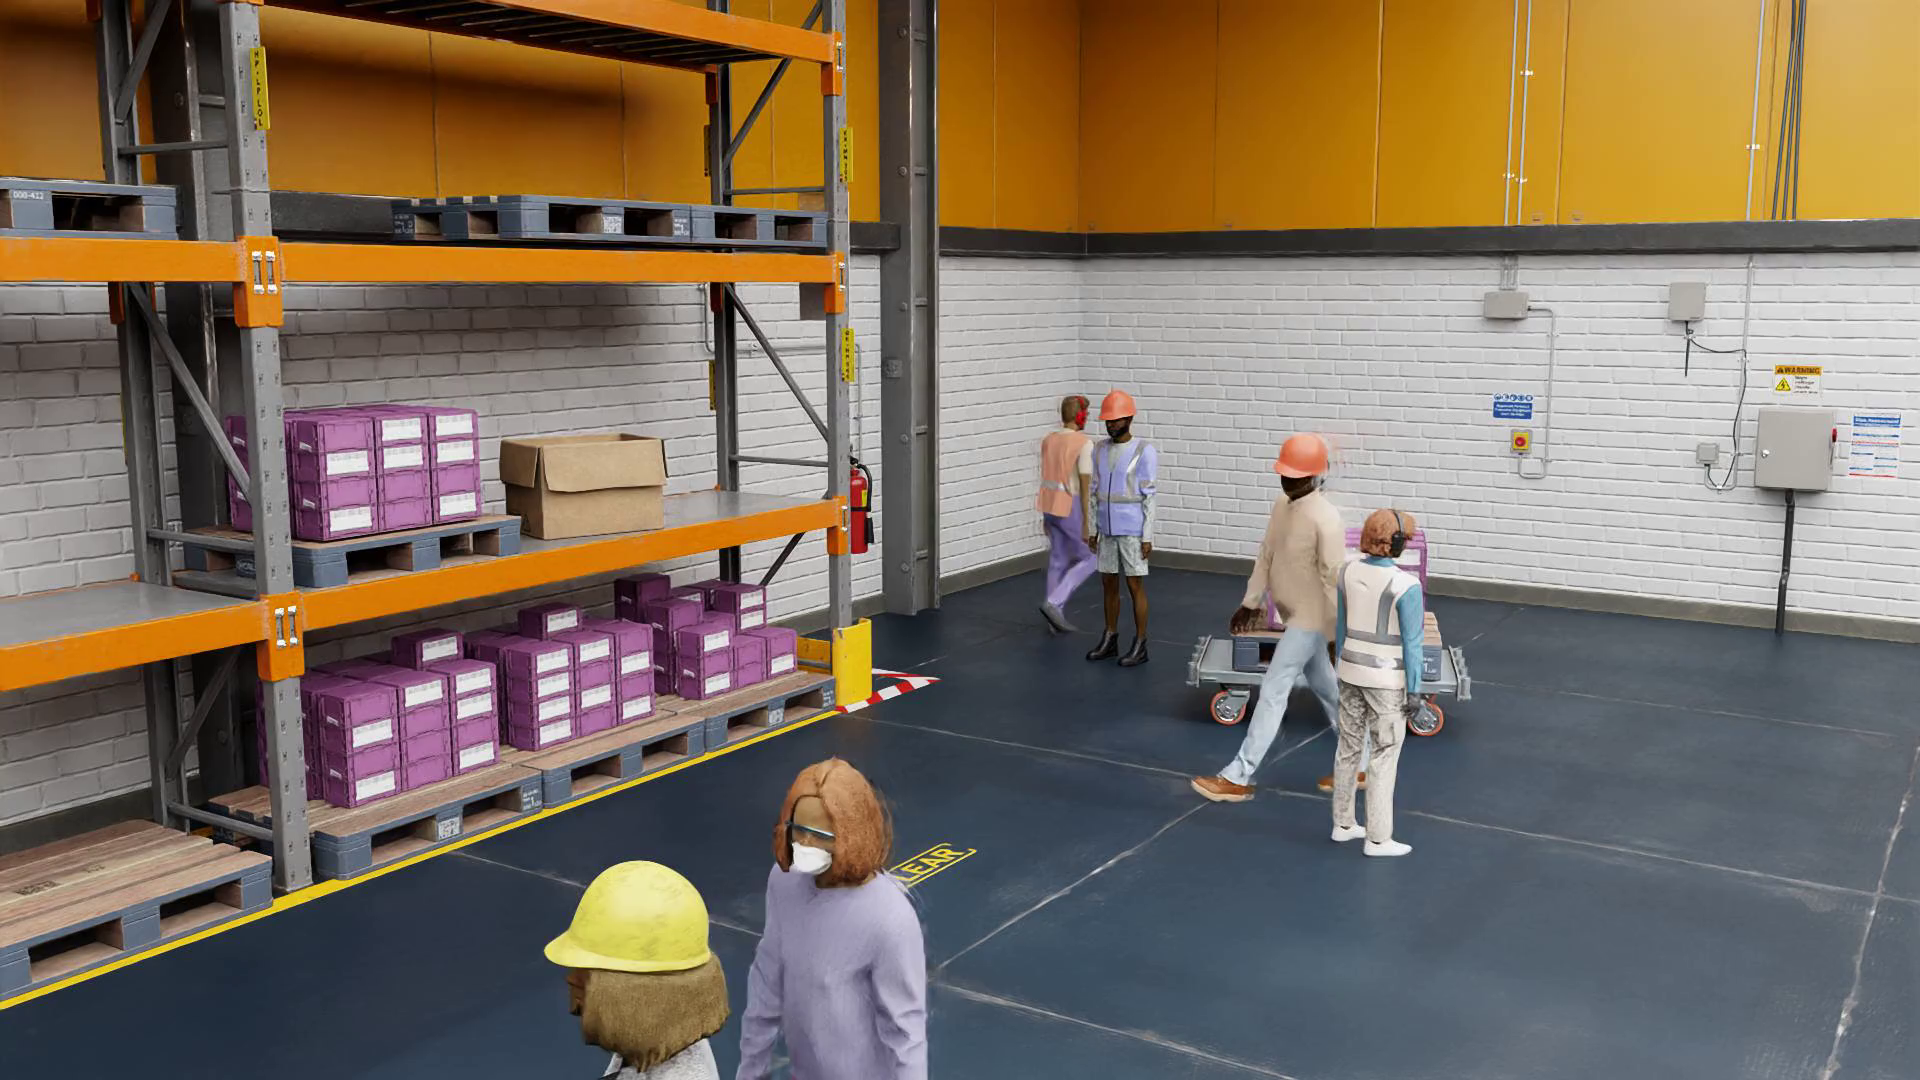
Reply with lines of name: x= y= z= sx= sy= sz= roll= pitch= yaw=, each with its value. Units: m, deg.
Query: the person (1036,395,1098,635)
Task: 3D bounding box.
person: x=0.799 y=-0.172 z=12.507 sx=0.462 sy=1.827 sz=0.618 roll=-6 pitch=11 yaw=-36

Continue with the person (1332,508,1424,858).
person: x=1.931 y=0.663 z=7.739 sx=0.314 sy=1.632 sz=0.524 roll=-5 pitch=10 yaw=-30

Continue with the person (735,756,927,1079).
person: x=-0.301 y=1.276 z=3.789 sx=0.326 sy=1.625 sz=0.544 roll=-6 pitch=11 yaw=-36

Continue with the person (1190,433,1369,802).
person: x=1.731 y=0.401 z=8.519 sx=1.047 sy=1.926 sz=0.640 roll=-1 pitch=9 yaw=-6

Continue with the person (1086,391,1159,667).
person: x=1.111 y=-0.079 z=11.610 sx=0.552 sy=1.928 sz=0.391 roll=8 pitch=12 yaw=43

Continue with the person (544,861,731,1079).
person: x=-0.512 y=1.372 z=2.756 sx=0.287 sy=1.746 sz=0.488 roll=-2 pitch=9 yaw=-14
